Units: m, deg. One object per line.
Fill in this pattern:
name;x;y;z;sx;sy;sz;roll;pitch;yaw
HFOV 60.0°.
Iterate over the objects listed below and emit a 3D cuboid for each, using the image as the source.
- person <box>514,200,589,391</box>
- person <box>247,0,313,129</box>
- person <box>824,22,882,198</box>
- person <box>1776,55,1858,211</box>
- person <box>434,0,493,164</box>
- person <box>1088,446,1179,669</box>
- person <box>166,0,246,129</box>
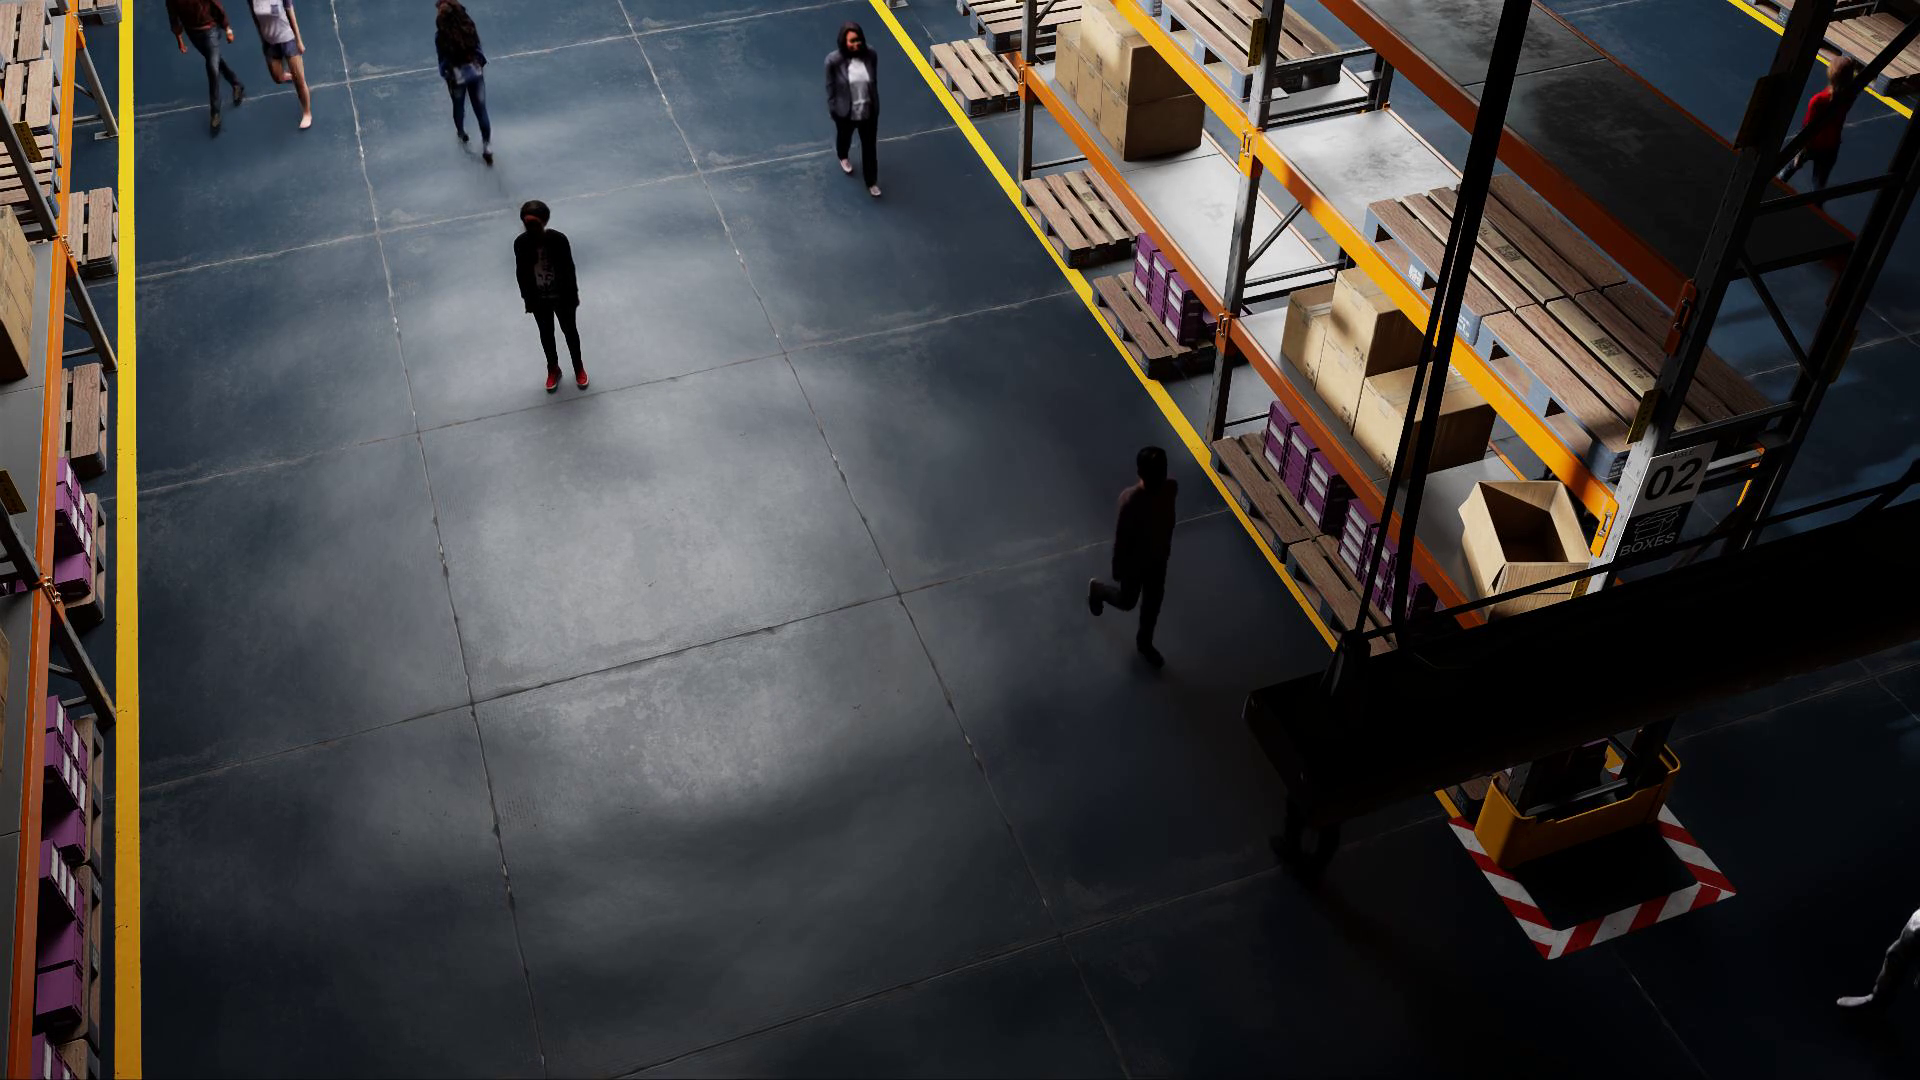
person;-3.207;-1.930;13.033;0.638;1.675;0.585;-6;44;-7
person;-6.541;-4.869;16.106;0.744;1.692;0.870;0;44;0
person;-0.993;-4.007;15.296;0.670;1.561;1.028;-16;46;-16
person;7.526;-3.344;14.538;0.818;1.648;1.189;-4;44;-4
person;-4.593;-4.286;15.568;0.717;1.590;0.959;-20;47;-20
person;1.149;0.049;10.900;0.806;1.753;1.040;-22;48;-22
person;-7.346;-4.970;16.189;0.916;1.723;1.216;-1;44;-1
